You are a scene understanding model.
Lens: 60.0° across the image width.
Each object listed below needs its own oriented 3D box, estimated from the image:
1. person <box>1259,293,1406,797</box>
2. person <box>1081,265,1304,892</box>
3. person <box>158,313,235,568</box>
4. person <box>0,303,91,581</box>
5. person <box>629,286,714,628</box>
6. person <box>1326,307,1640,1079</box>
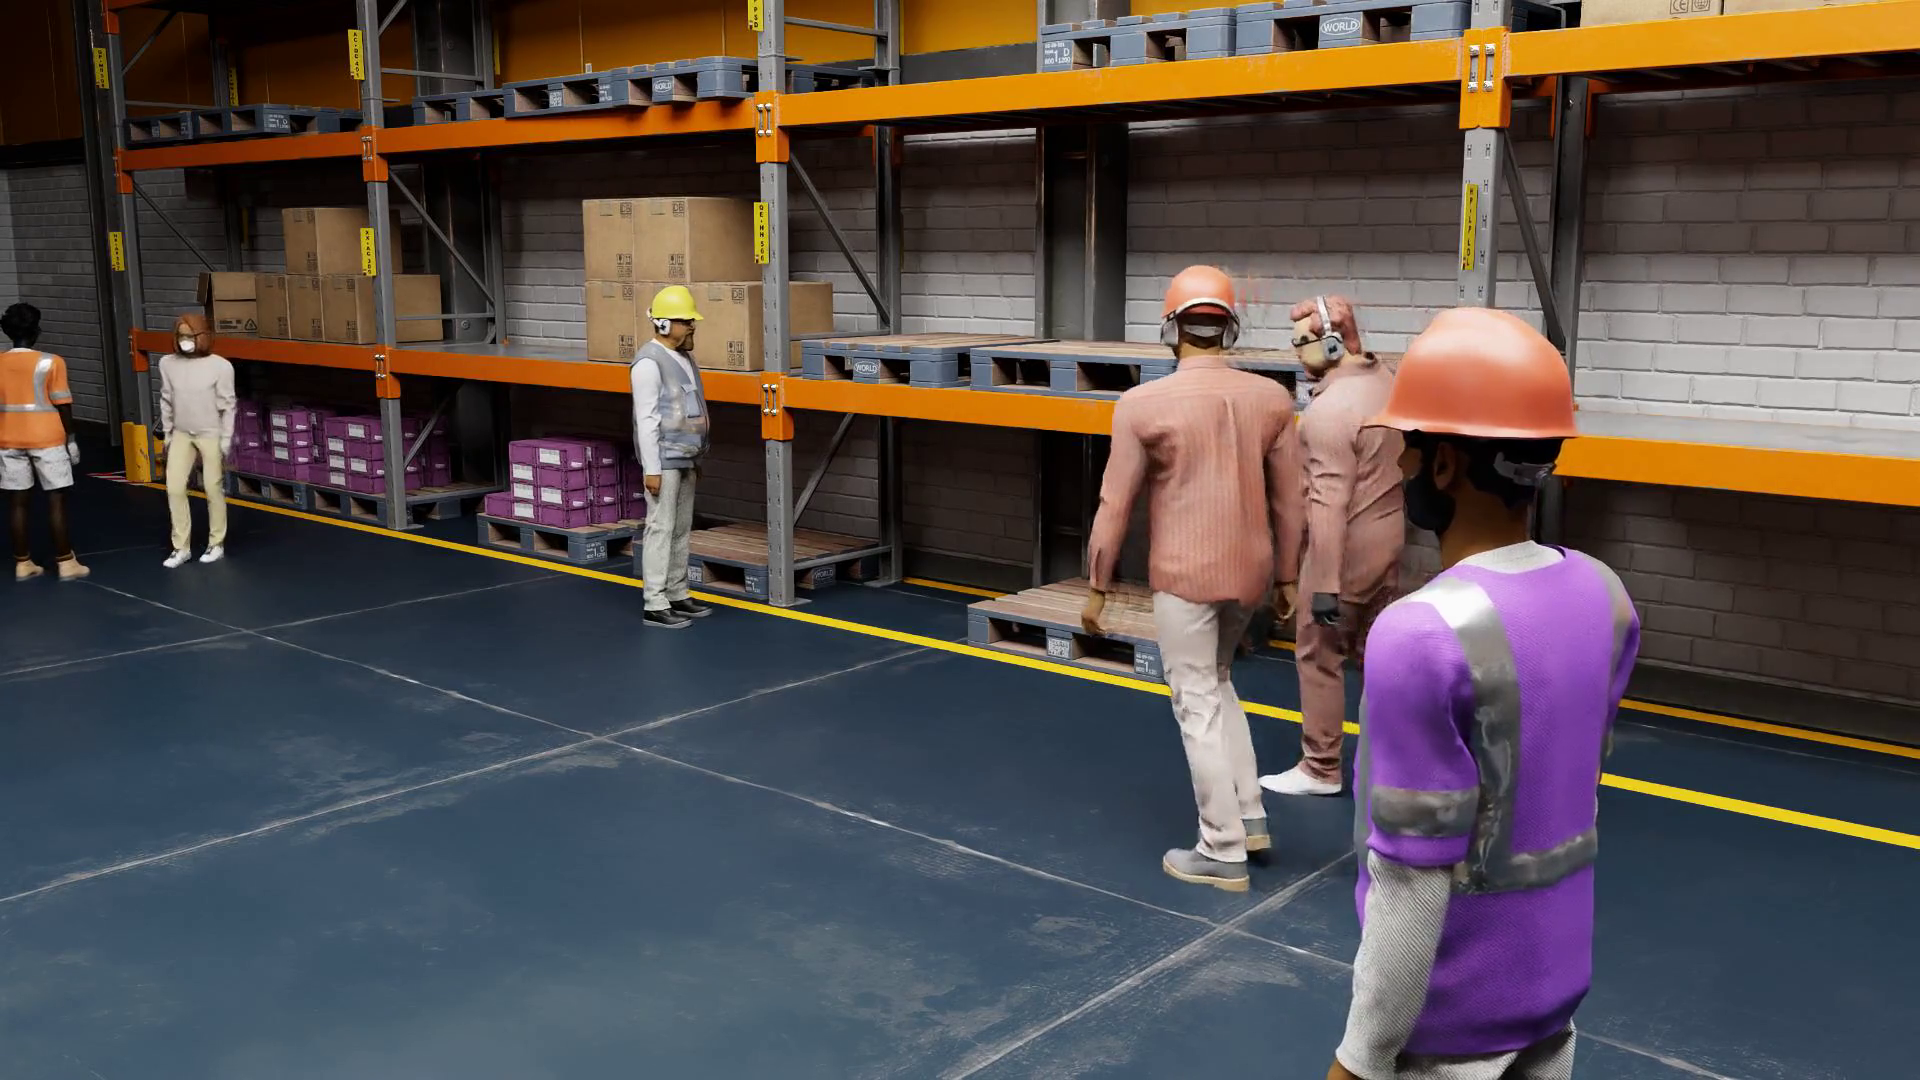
[{"bbox_3d":[1.464,0.065,5.907,0.740,1.866,0.726,7,12,35],"label":"person"},{"bbox_3d":[0.754,0.125,5.272,0.649,1.961,0.514,-6,12,-31],"label":"person"},{"bbox_3d":[-4.854,-0.627,10.545,0.518,1.605,0.614,0,10,1],"label":"person"},{"bbox_3d":[-5.633,-0.586,10.093,0.553,1.695,0.321,0,10,3],"label":"person"},{"bbox_3d":[-1.540,-0.445,8.946,0.403,1.824,0.595,3,10,14],"label":"person"},{"bbox_3d":[0.720,0.638,2.437,0.543,1.939,0.360,-9,13,-42],"label":"person"}]
